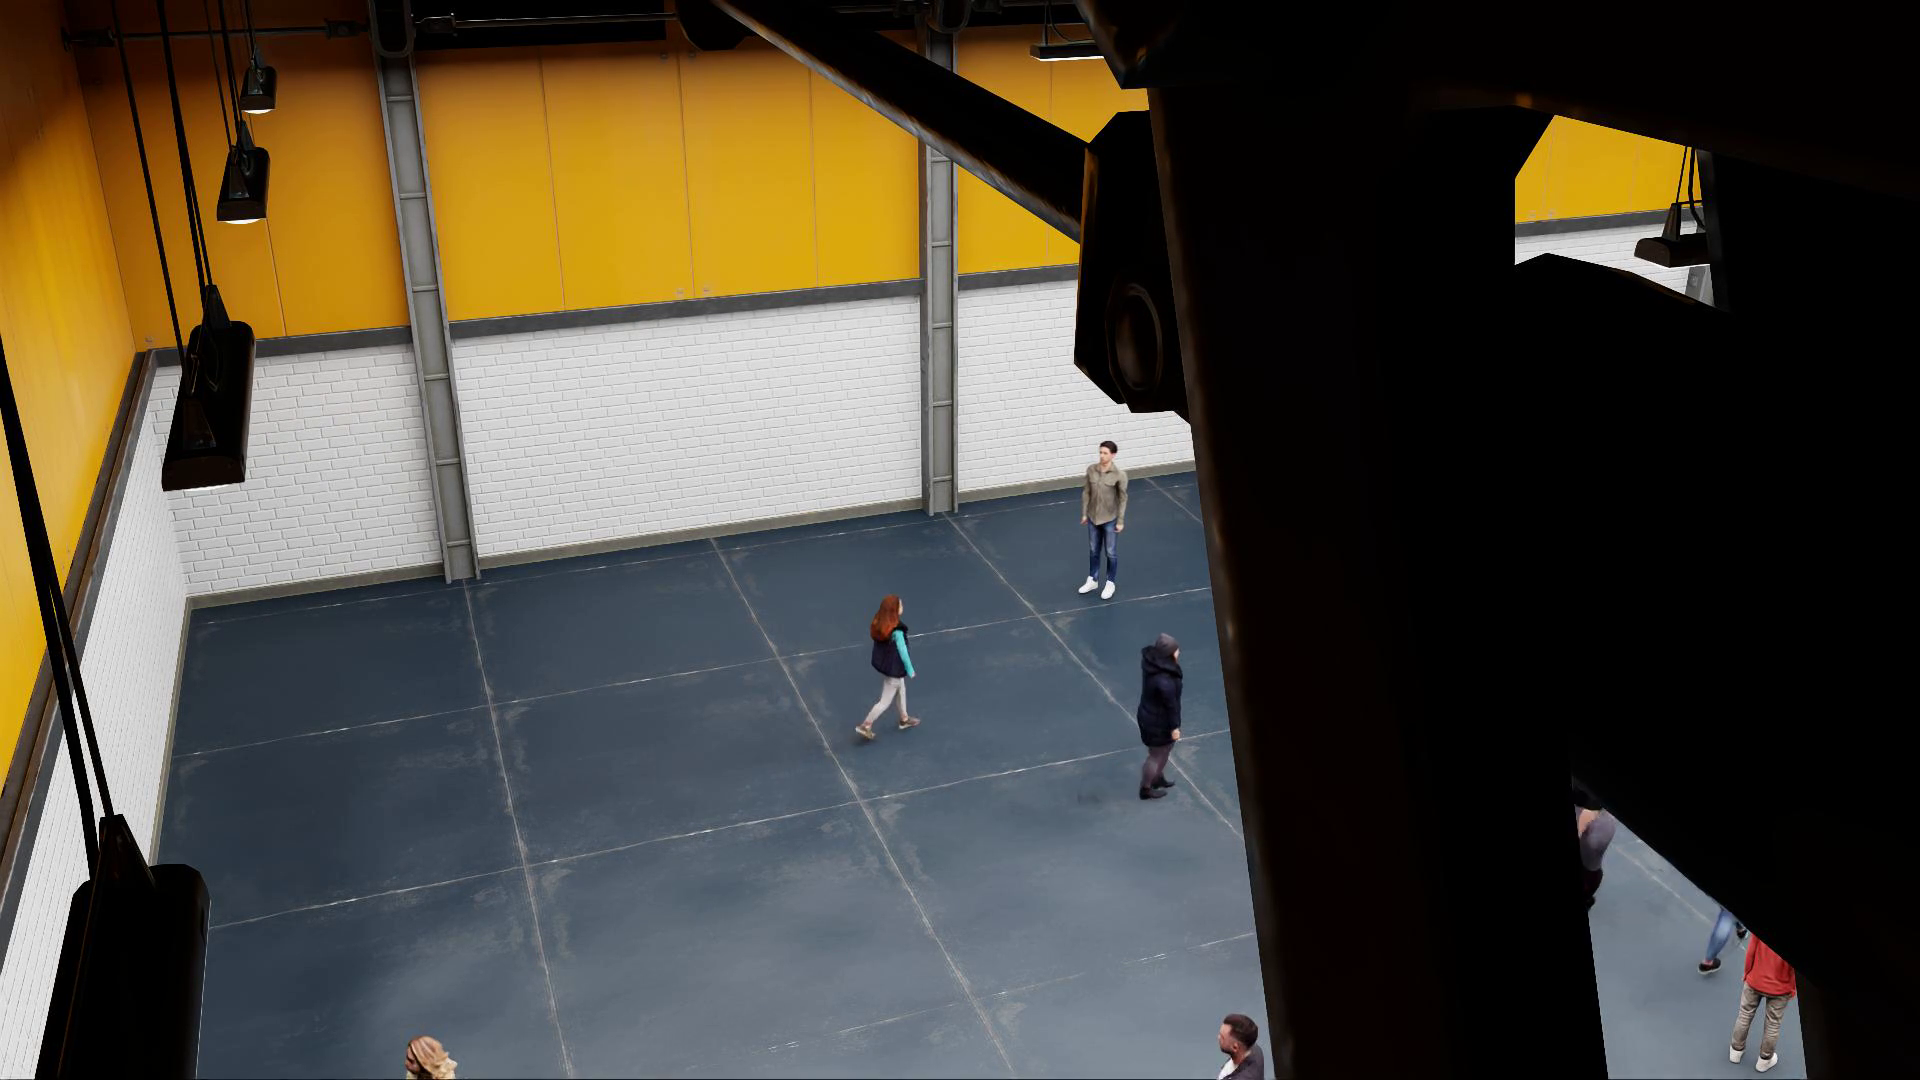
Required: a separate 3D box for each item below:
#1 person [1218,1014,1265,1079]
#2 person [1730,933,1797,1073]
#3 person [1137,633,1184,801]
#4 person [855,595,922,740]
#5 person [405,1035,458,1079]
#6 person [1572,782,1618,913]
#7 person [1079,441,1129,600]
[{"bbox_3d":[1.776,3.664,10.037,0.985,1.817,0.921,7,25,16],"label":"person"},{"bbox_3d":[5.720,3.127,11.764,0.601,1.417,0.635,17,29,34],"label":"person"},{"bbox_3d":[1.712,1.603,14.943,0.704,1.665,0.712,-4,24,-10],"label":"person"},{"bbox_3d":[-0.723,1.243,15.998,0.945,1.478,0.594,-10,26,-22],"label":"person"},{"bbox_3d":[-3.140,3.693,10.089,0.707,1.723,0.732,15,28,30],"label":"person"},{"bbox_3d":[5.113,2.271,13.317,0.708,1.743,0.707,-2,24,-5],"label":"person"},{"bbox_3d":[1.652,-0.258,18.951,0.794,1.864,0.811,16,28,32],"label":"person"}]
